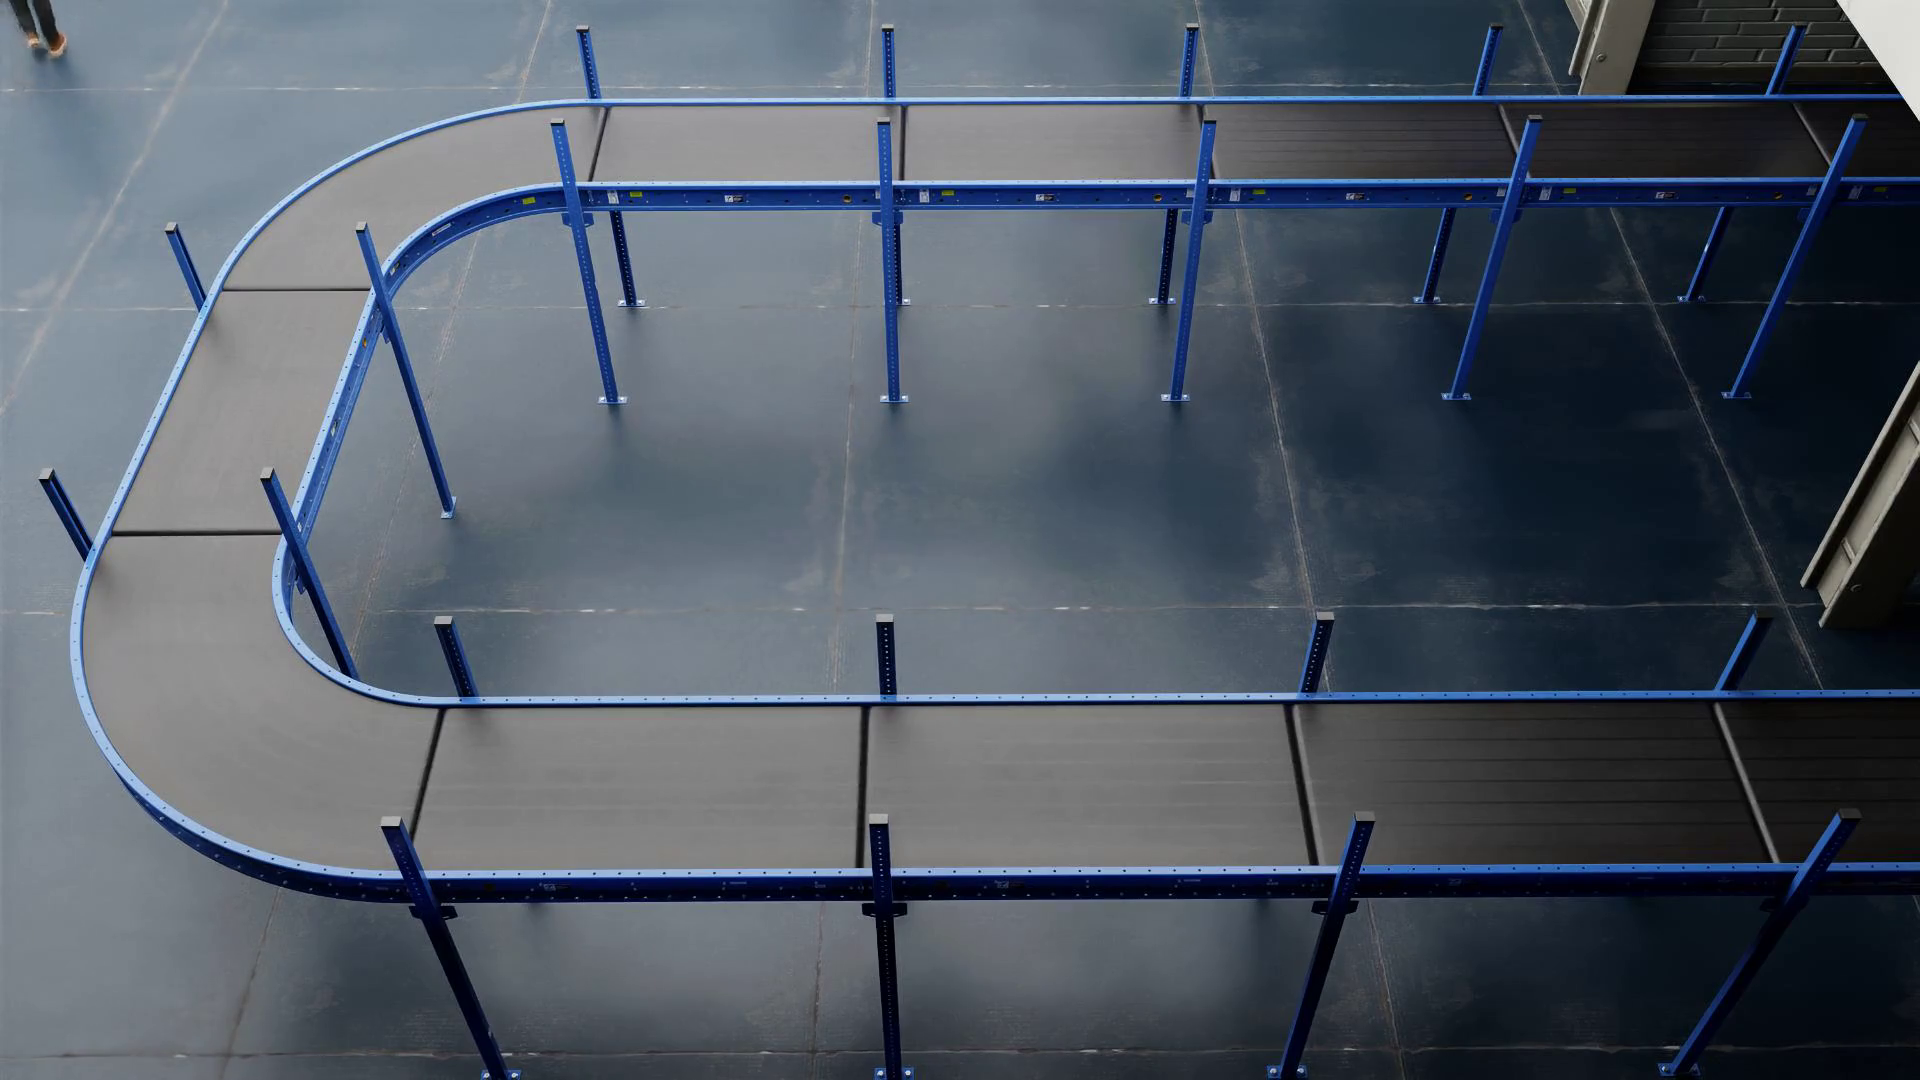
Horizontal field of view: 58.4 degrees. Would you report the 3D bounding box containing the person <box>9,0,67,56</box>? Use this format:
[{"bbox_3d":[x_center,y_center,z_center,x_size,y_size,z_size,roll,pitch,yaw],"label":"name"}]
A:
[{"bbox_3d":[-8.122,-5.101,14.688,0.643,1.972,0.480,-10,48,-9],"label":"person"}]
